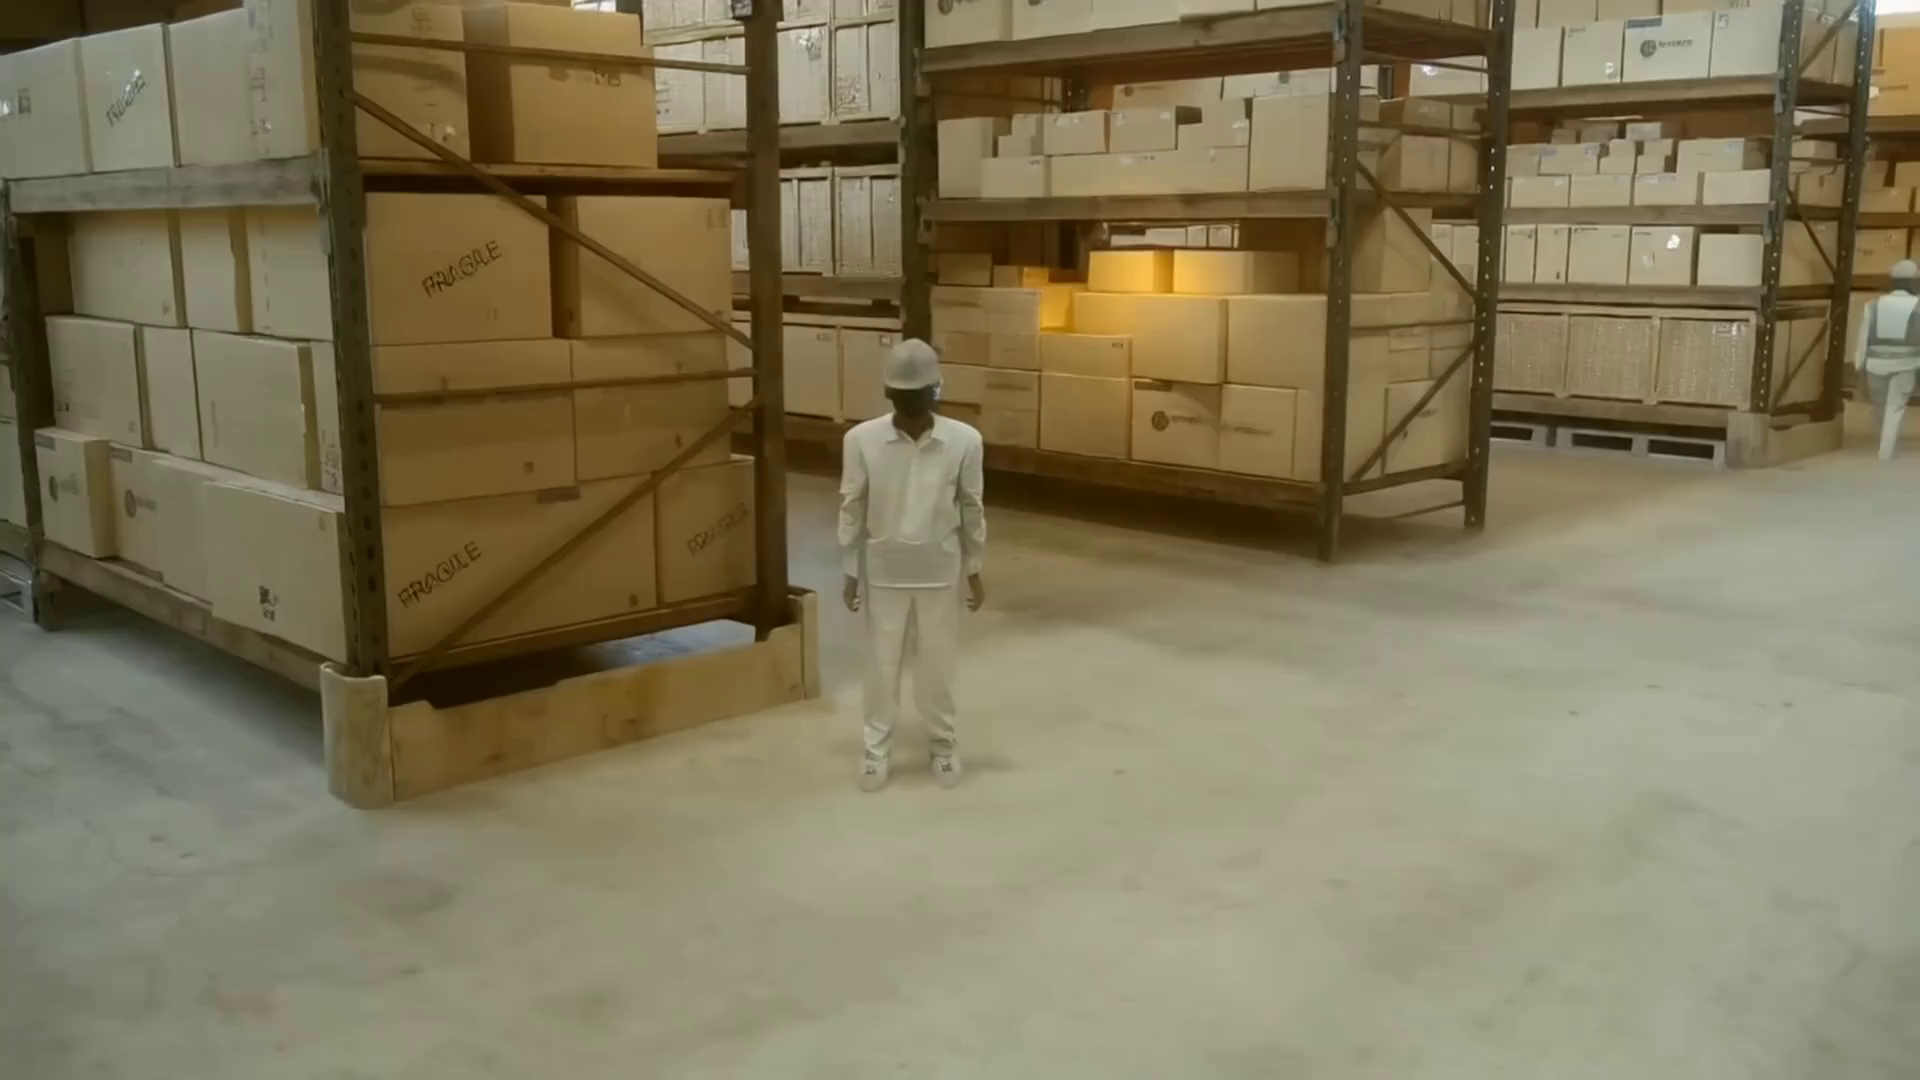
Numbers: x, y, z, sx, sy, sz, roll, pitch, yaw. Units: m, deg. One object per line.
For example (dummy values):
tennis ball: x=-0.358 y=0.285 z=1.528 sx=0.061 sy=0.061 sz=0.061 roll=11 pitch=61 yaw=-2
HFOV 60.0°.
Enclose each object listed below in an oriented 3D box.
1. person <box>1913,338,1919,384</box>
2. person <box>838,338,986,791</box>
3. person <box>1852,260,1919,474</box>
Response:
person: x=9.500 y=-1.681 z=16.061 sx=0.642 sy=1.781 sz=0.862 roll=4 pitch=11 yaw=22
person: x=-0.180 y=0.101 z=6.379 sx=0.573 sy=1.747 sz=0.337 roll=-1 pitch=10 yaw=-5
person: x=8.520 y=-1.579 z=15.123 sx=0.643 sy=1.900 sz=0.964 roll=10 pitch=14 yaw=42
